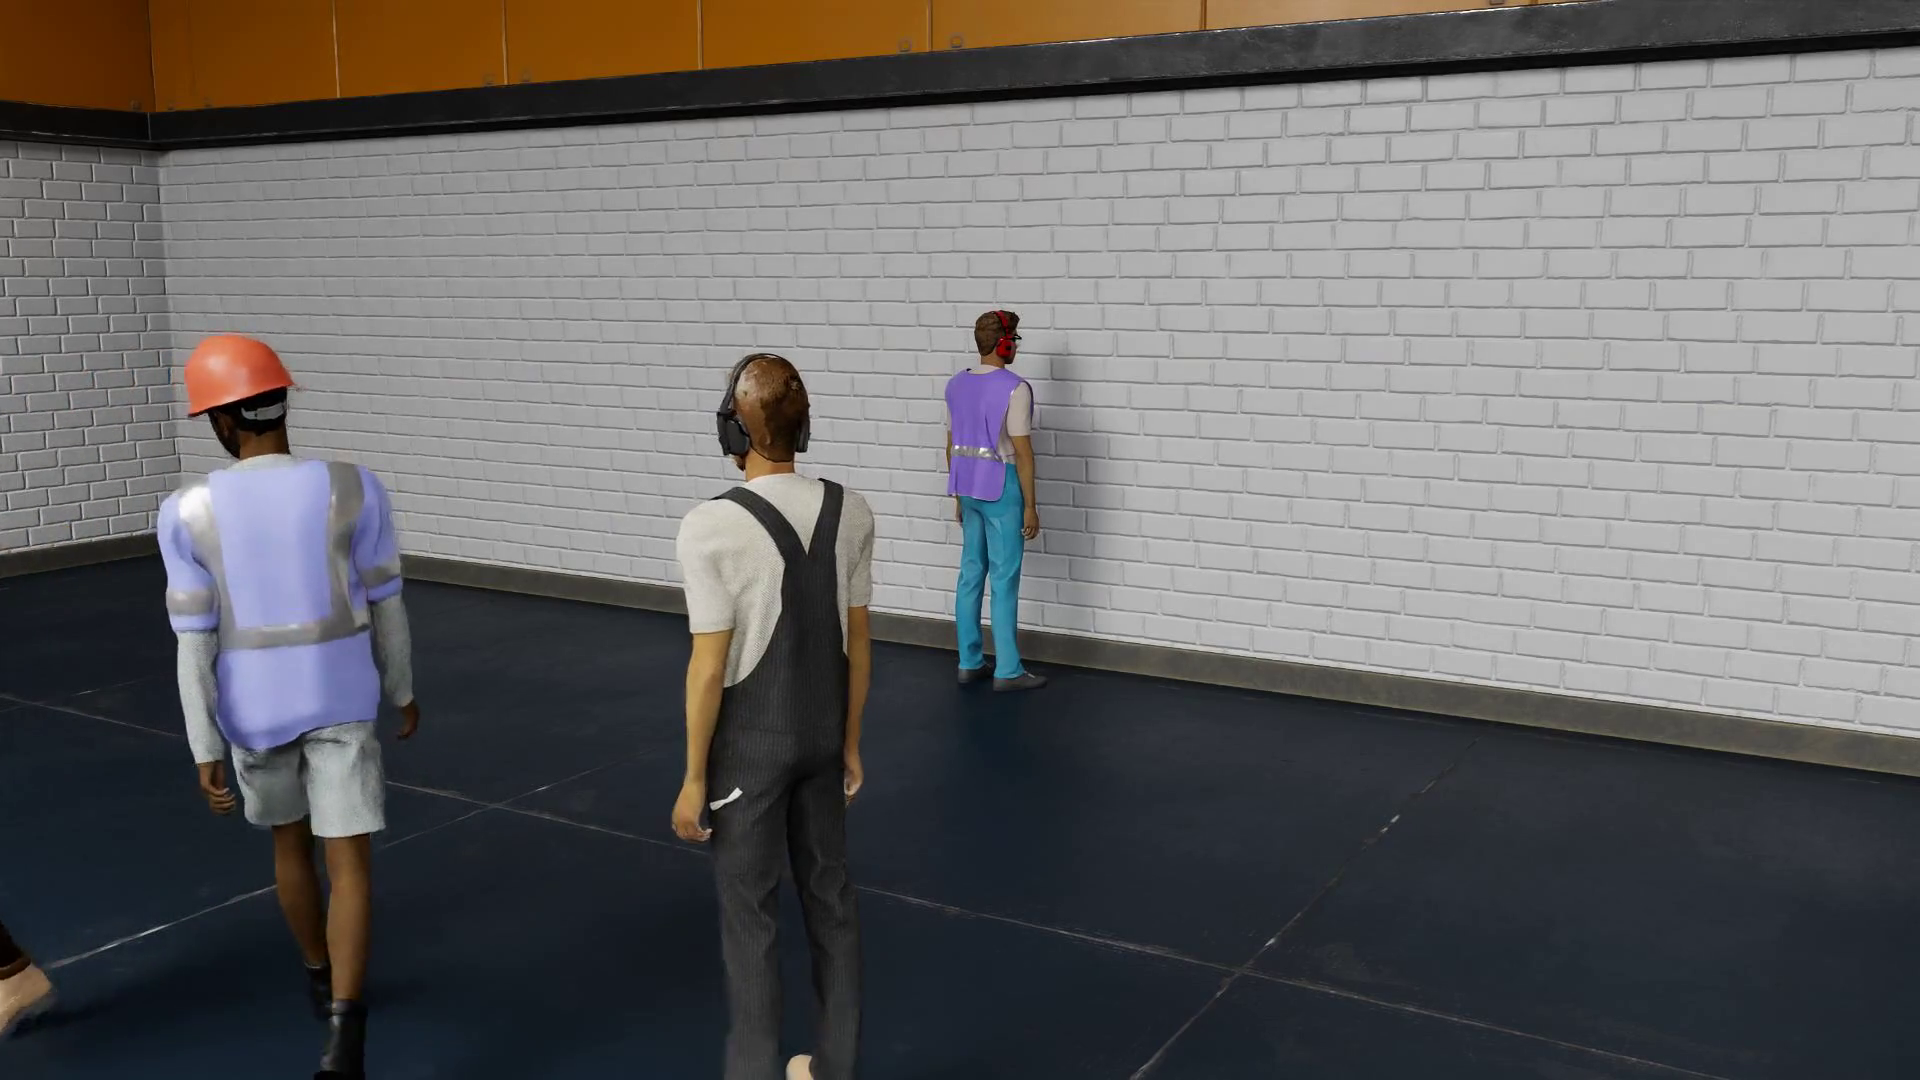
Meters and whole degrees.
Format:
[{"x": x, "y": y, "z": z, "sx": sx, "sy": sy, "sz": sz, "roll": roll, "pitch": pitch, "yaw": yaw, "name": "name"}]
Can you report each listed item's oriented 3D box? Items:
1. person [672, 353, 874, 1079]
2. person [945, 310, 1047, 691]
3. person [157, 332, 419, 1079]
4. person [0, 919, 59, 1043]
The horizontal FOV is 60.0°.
[{"x": -0.428, "y": 0.495, "z": 3.839, "sx": 0.526, "sy": 1.844, "sz": 0.338, "roll": -8, "pitch": 12, "yaw": -41, "name": "person"}, {"x": 0.149, "y": -0.189, "z": 8.099, "sx": 0.389, "sy": 1.847, "sz": 0.563, "roll": -8, "pitch": 12, "yaw": -42, "name": "person"}, {"x": -1.659, "y": 0.426, "z": 4.154, "sx": 0.572, "sy": 1.890, "sz": 0.968, "roll": -3, "pitch": 10, "yaw": -17, "name": "person"}, {"x": -2.655, "y": 0.561, "z": 4.029, "sx": 0.533, "sy": 1.654, "sz": 0.897, "roll": 7, "pitch": 11, "yaw": 36, "name": "person"}]
